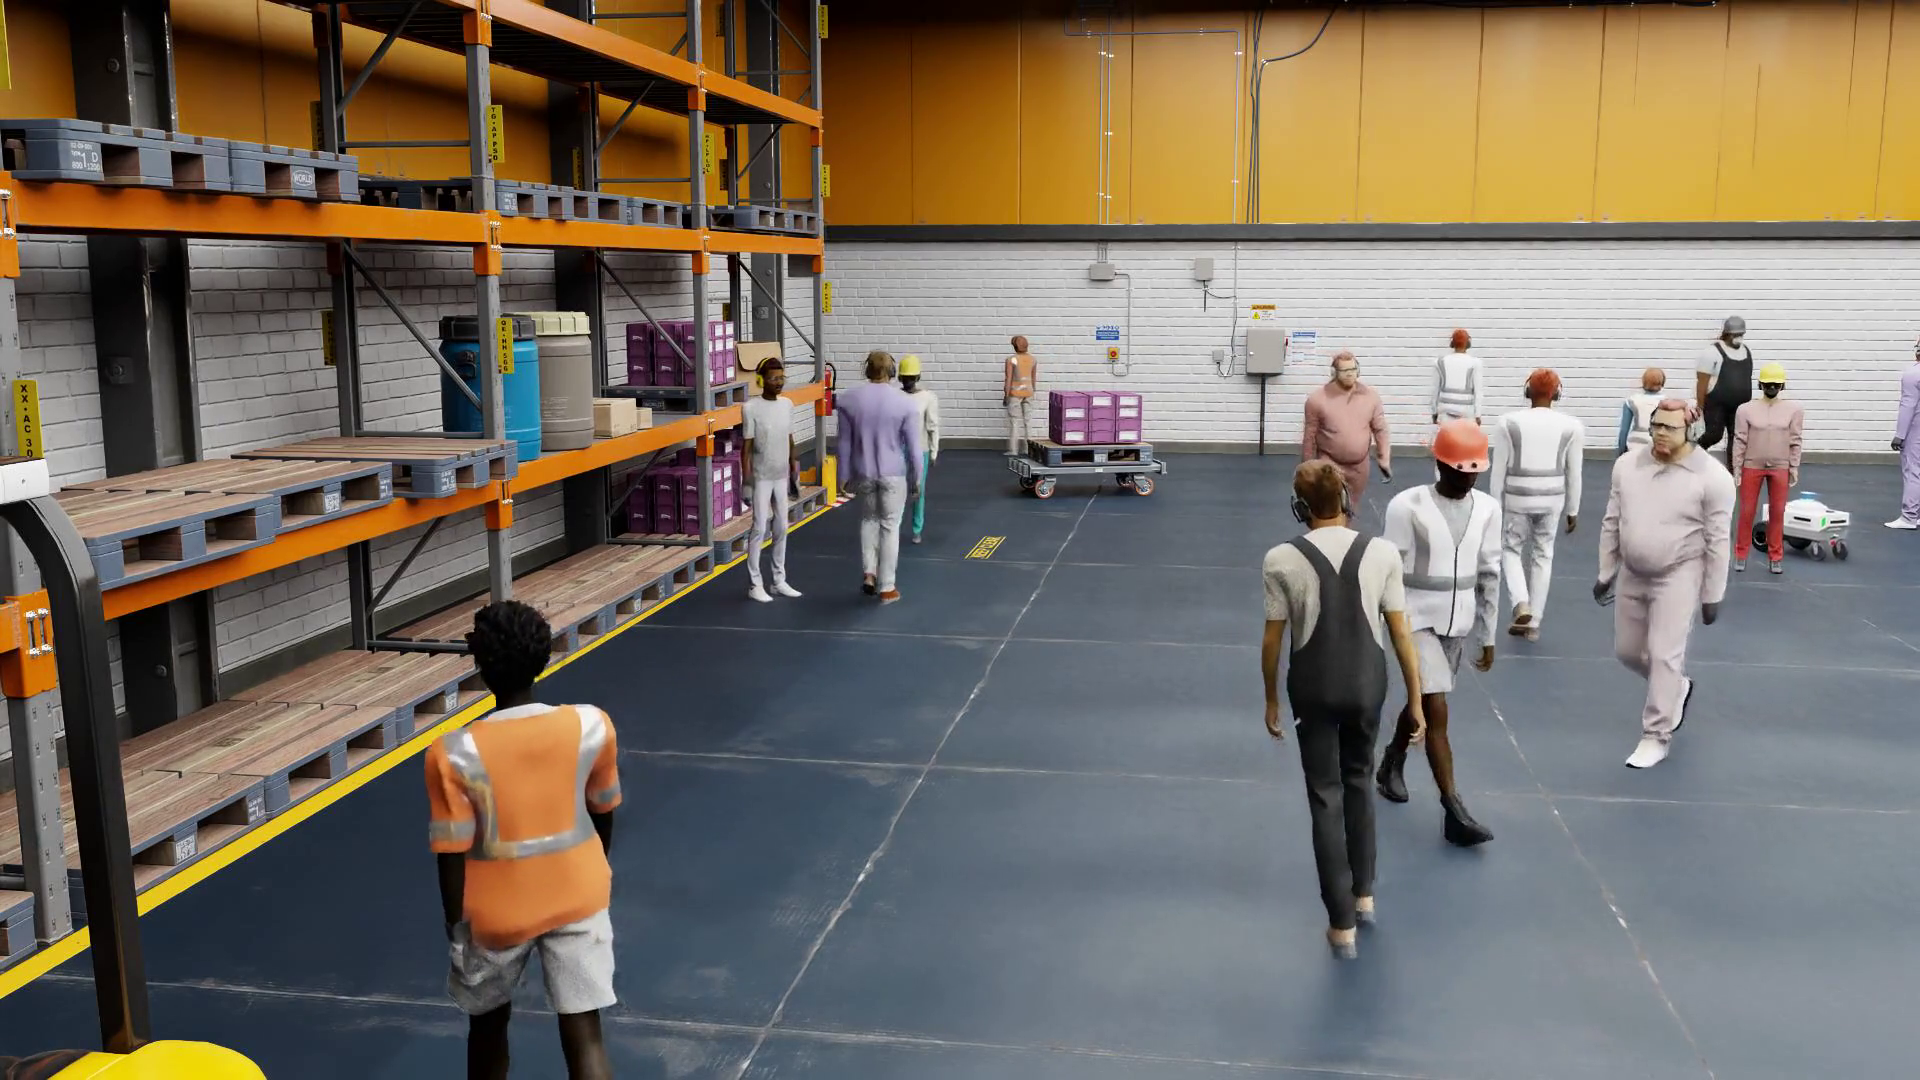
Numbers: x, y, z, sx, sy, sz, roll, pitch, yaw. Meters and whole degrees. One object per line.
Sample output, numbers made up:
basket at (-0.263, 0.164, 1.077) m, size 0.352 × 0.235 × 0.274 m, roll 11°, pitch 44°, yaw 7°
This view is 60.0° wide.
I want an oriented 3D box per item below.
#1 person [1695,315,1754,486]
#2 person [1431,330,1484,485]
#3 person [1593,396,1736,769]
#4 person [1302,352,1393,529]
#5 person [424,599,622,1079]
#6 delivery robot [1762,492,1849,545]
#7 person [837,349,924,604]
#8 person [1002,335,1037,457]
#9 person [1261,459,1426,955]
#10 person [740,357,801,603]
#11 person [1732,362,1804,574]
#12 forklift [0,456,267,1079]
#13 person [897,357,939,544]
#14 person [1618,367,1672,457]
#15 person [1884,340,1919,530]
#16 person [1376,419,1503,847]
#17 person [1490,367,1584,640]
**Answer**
person at (8.954, -1.672, 19.561) m, size 0.707 × 2.000 × 0.785 m, roll -2°, pitch 9°, yaw -11°
person at (5.703, -1.490, 19.085) m, size 0.598 × 1.840 × 0.893 m, roll 5°, pitch 11°, yaw 30°
person at (3.645, 0.193, 8.547) m, size 0.723 × 1.881 × 0.653 m, roll -6°, pitch 11°, yaw -35°
person at (3.149, -0.613, 13.632) m, size 0.636 × 1.852 × 1.027 m, roll -1°, pitch 9°, yaw -8°
person at (-1.142, 0.975, 4.444) m, size 0.533 × 1.651 × 0.889 m, roll -5°, pitch 10°, yaw -28°
delivery robot at (7.438, -0.180, 14.638) m, size 0.477 × 0.478 × 0.707 m, roll -3°, pitch 10°, yaw -21°
person at (-0.590, -0.478, 12.562) m, size 0.658 × 1.919 × 0.459 m, roll 2°, pitch 9°, yaw 14°
person at (0.816, -1.939, 22.443) m, size 0.518 × 1.640 × 0.310 m, roll -6°, pitch 11°, yaw -31°
person at (1.422, 0.601, 6.272) m, size 0.592 × 1.801 × 0.700 m, roll 0°, pitch 9°, yaw 2°
person at (-1.436, -0.459, 12.650) m, size 0.327 × 1.860 × 0.538 m, roll 9°, pitch 13°, yaw 42°
person at (6.672, -0.591, 13.771) m, size 0.518 × 1.756 × 0.348 m, roll 3°, pitch 10°, yaw 19°
forklift at (-2.328, 0.975, 2.765) m, size 2.313 × 2.155 × 1.214 m, roll 1°, pitch 9°, yaw 9°
person at (-0.467, -0.778, 15.010) m, size 0.548 × 1.725 × 0.859 m, roll 1°, pitch 9°, yaw 6°
person at (6.496, -0.835, 15.739) m, size 0.524 × 1.606 × 0.829 m, roll 5°, pitch 10°, yaw 28°
person at (9.306, -1.046, 16.112) m, size 0.638 × 1.910 × 0.407 m, roll -3°, pitch 10°, yaw -18°
person at (2.143, 0.367, 7.519) m, size 0.580 × 1.871 × 1.035 m, roll -3°, pitch 10°, yaw -16°
person at (3.875, -0.234, 11.211) m, size 0.604 × 1.867 × 0.464 m, roll 2°, pitch 9°, yaw 12°
